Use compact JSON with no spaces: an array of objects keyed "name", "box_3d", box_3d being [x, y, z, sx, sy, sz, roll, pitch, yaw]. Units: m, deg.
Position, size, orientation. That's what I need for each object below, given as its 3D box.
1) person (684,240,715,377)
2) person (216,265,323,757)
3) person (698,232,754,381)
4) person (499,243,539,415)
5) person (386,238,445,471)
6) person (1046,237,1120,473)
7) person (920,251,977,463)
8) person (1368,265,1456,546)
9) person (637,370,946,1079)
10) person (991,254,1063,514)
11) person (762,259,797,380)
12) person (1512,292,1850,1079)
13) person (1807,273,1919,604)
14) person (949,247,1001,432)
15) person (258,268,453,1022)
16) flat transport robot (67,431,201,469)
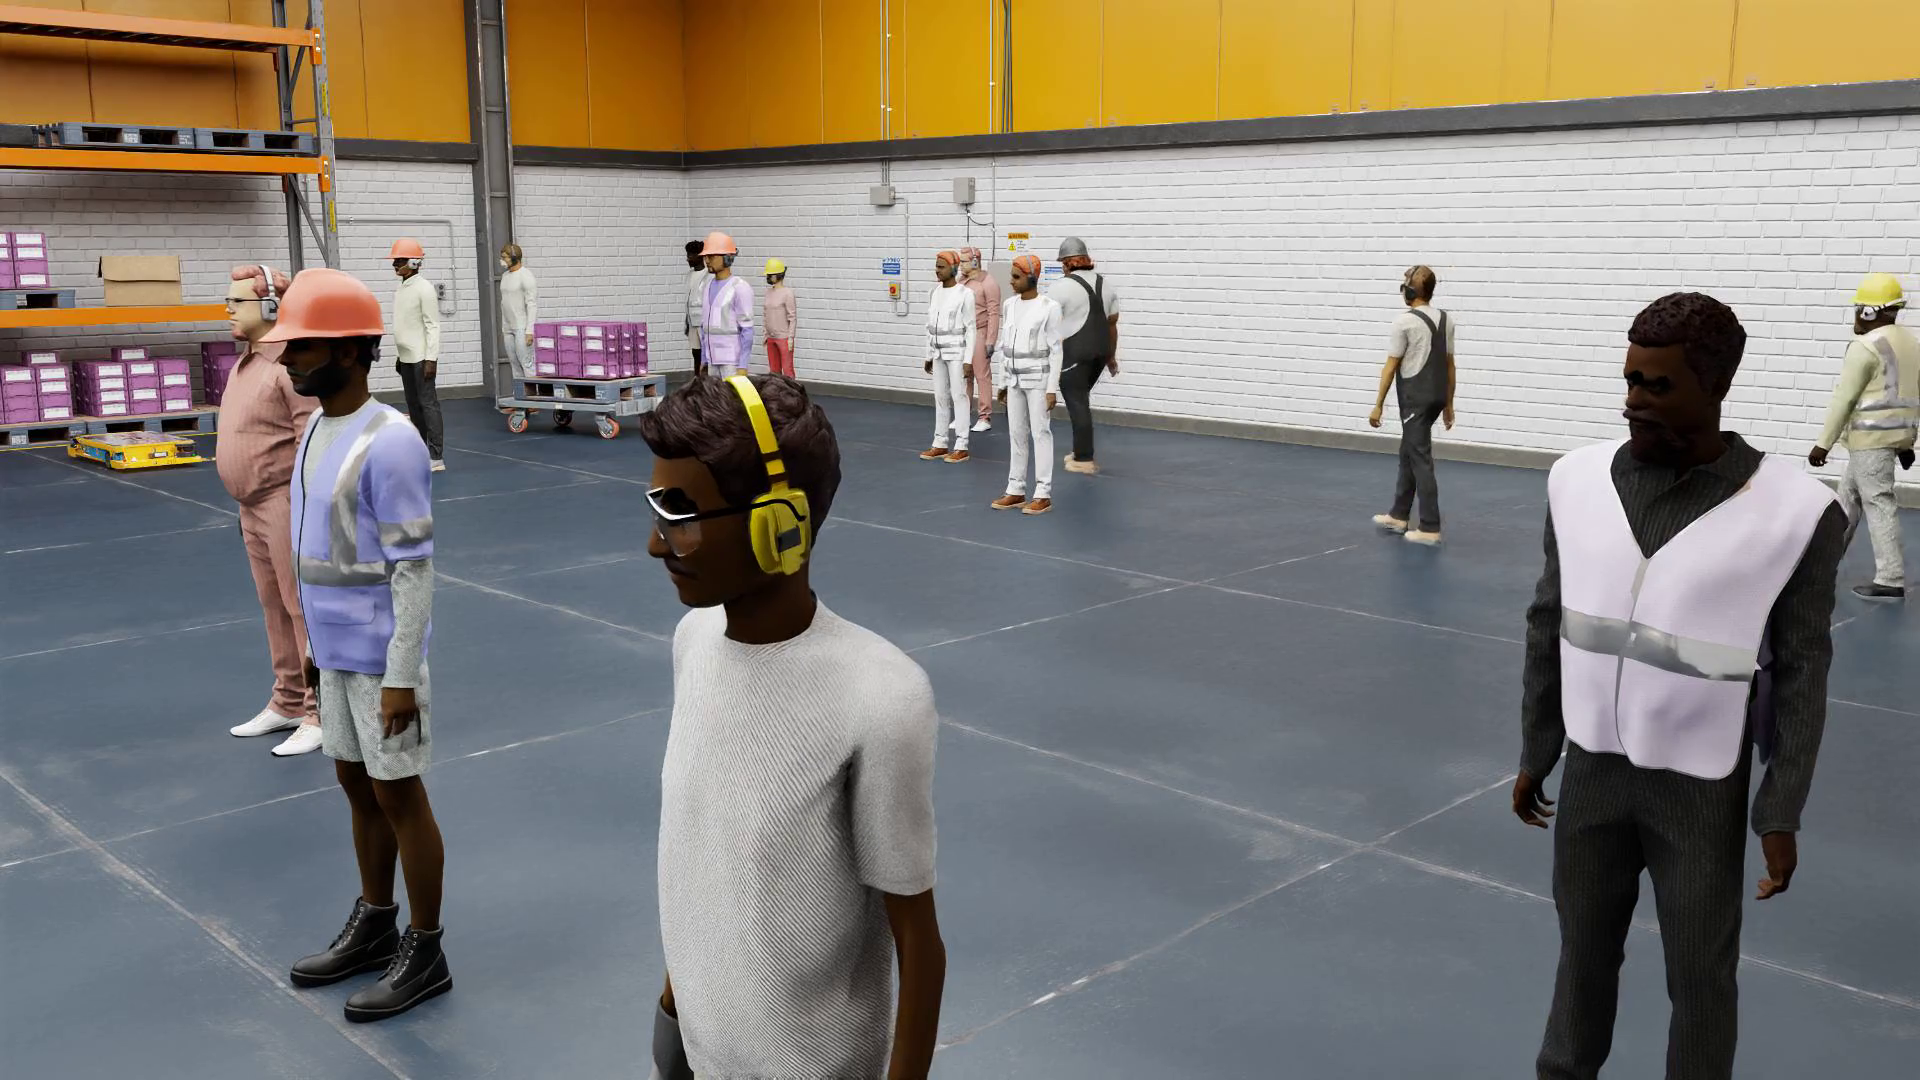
[{"name":"person","box_3d":[-3.149,-2.649,20.204,0.372,1.961,0.601,-10,14,-42]},{"name":"person","box_3d":[-2.685,-0.113,6.525,0.403,1.911,0.637,-10,14,-42]},{"name":"person","box_3d":[-1.943,-1.487,13.643,0.386,2.045,0.605,-10,14,-42]},{"name":"person","box_3d":[-4.968,-2.362,18.716,0.374,1.936,0.627,-10,14,-42]},{"name":"person","box_3d":[-4.677,-1.577,14.267,0.383,1.996,0.609,-10,14,-42]},{"name":"person","box_3d":[0.984,-1.607,14.306,0.699,2.000,0.687,-9,14,-40]},{"name":"person","box_3d":[-0.100,-1.635,14.889,0.357,1.883,0.573,-10,14,-42]},{"name":"person","box_3d":[2.963,-0.898,11.046,0.512,1.817,0.826,-7,13,-35]},{"name":"person","box_3d":[-0.239,0.715,2.131,0.331,1.865,0.519,-10,14,-42]},{"name":"person","box_3d":[0.495,-1.133,12.146,0.357,1.885,0.573,-10,14,-42]},{"name":"person","box_3d":[-2.034,-2.250,18.580,0.329,1.763,0.523,-10,14,-42]},{"name":"person","box_3d":[1.413,0.465,3.357,0.394,1.915,0.587,-10,14,-42]},{"name":"person","box_3d":[5.014,-0.579,9.341,0.598,1.803,0.845,-8,13,-38]},{"name":"person","box_3d":[0.114,-2.071,17.218,0.403,1.904,0.637,-10,14,-42]},{"name":"person","box_3d":[-1.566,0.276,4.314,0.369,1.939,0.542,-10,14,-42]},{"name":"flat transport robot","box_3d":[-7.376,-0.816,14.822,0.652,0.197,1.431,-10,14,-44]}]
